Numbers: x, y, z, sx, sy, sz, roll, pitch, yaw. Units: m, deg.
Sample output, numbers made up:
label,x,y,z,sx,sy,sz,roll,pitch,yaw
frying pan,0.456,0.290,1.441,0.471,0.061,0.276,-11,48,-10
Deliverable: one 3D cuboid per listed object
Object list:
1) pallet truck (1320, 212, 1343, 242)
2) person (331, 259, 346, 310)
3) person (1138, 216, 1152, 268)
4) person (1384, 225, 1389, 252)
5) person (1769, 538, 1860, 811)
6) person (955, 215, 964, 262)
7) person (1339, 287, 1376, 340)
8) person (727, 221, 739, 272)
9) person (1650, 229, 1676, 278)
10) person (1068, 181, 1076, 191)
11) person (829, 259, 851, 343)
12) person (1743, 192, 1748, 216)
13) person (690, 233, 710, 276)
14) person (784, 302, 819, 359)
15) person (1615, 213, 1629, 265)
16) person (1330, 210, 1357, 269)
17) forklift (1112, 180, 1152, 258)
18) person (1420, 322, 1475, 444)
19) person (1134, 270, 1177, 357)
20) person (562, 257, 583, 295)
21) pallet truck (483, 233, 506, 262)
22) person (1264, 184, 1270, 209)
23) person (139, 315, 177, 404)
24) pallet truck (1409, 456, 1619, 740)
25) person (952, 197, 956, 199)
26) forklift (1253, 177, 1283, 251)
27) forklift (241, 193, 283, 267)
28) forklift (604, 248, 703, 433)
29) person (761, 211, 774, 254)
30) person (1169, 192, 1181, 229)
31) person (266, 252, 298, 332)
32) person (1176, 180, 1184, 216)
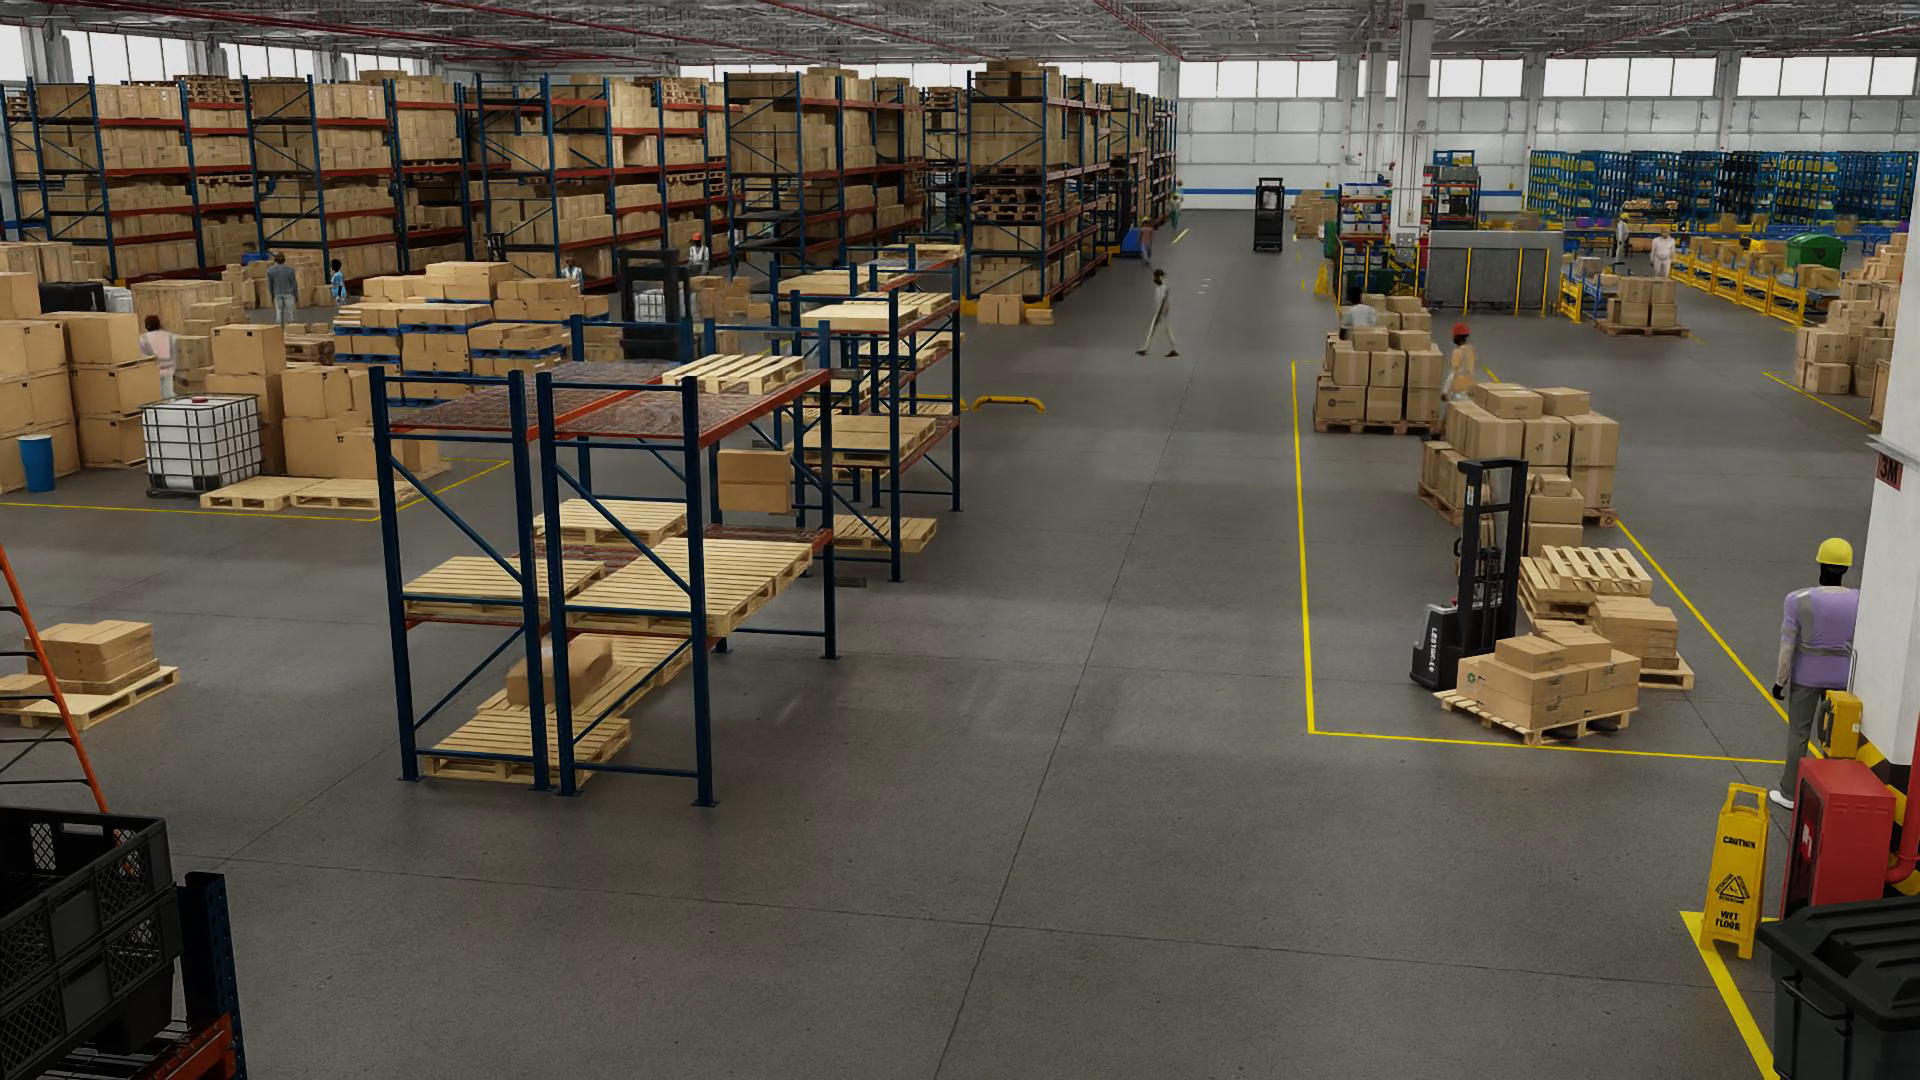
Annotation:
label,x,y,z,sx,sy,sz,roll,pitch,yaw
pallet truck,15.874,-13.227,70.310,0.680,1.201,1.601,10,17,35
person,-14.472,-5.691,38.746,0.317,1.696,0.538,-6,15,-24
person,6.302,-10.126,56.639,0.531,1.754,0.431,-6,15,-21
person,14.423,-9.883,55.916,0.279,1.624,0.494,-10,17,-35
person,5.892,0.928,11.399,0.594,1.926,0.366,2,14,7
person,-0.033,-10.747,59.300,0.399,1.677,0.547,1,14,3
person,7.000,-3.485,29.312,0.623,1.922,0.553,-1,14,-3
person,-7.541,-9.749,55.249,0.368,1.681,0.556,6,15,22
person,20.244,-8.035,47.942,0.663,1.849,1.008,4,15,17
person,6.054,-18.707,91.133,0.676,1.913,0.495,-1,14,-3
person,-2.738,-5.230,36.535,1.016,1.871,0.611,9,17,33
person,37.694,-15.864,79.769,0.590,1.833,0.404,-6,15,-23
person,-6.994,-7.258,44.612,0.550,1.935,0.376,3,14,12
person,-3.281,-4.487,34.040,0.771,1.605,0.517,-2,14,-9
person,23.126,-10.518,58.094,0.403,1.819,0.605,8,16,29
person,13.071,-10.173,56.360,1.001,2.001,0.609,-2,14,-7
forklift,6.082,-11.722,60.796,1.873,2.768,1.129,2,14,9
person,7.284,-2.232,24.320,0.987,1.885,0.563,10,17,35
person,4.105,-4.664,34.336,0.976,1.814,0.504,-6,15,-24
person,-9.366,-6.025,40.239,0.523,1.631,0.315,0,14,-2
pallet truck,-11.832,-7.026,43.548,1.885,1.965,0.823,8,16,28
person,16.683,-18.441,90.394,0.334,1.749,0.576,4,14,14
person,-12.527,-2.602,25.954,0.511,1.826,0.629,12,18,41
pallet truck,4.504,0.400,13.395,0.823,1.965,1.885,-6,15,-23
person,-0.200,-18.787,91.744,0.611,1.786,0.941,-6,15,-23
forklift,12.083,-12.747,64.956,1.129,2.768,1.873,3,14,10
forklift,-20.337,-8.864,49.193,1.129,2.768,1.873,3,14,10
forklift,-4.838,-3.154,26.010,1.129,2.768,1.873,3,14,10
person,-7.294,-11.662,63.145,0.497,1.626,0.287,-1,14,-5
person,10.221,-15.659,79.099,0.541,1.750,0.385,3,14,13
person,-15.266,-5.517,37.542,0.630,1.940,0.372,-3,14,-11
person,12.016,-18.698,90.994,0.538,1.962,0.747,8,16,29
